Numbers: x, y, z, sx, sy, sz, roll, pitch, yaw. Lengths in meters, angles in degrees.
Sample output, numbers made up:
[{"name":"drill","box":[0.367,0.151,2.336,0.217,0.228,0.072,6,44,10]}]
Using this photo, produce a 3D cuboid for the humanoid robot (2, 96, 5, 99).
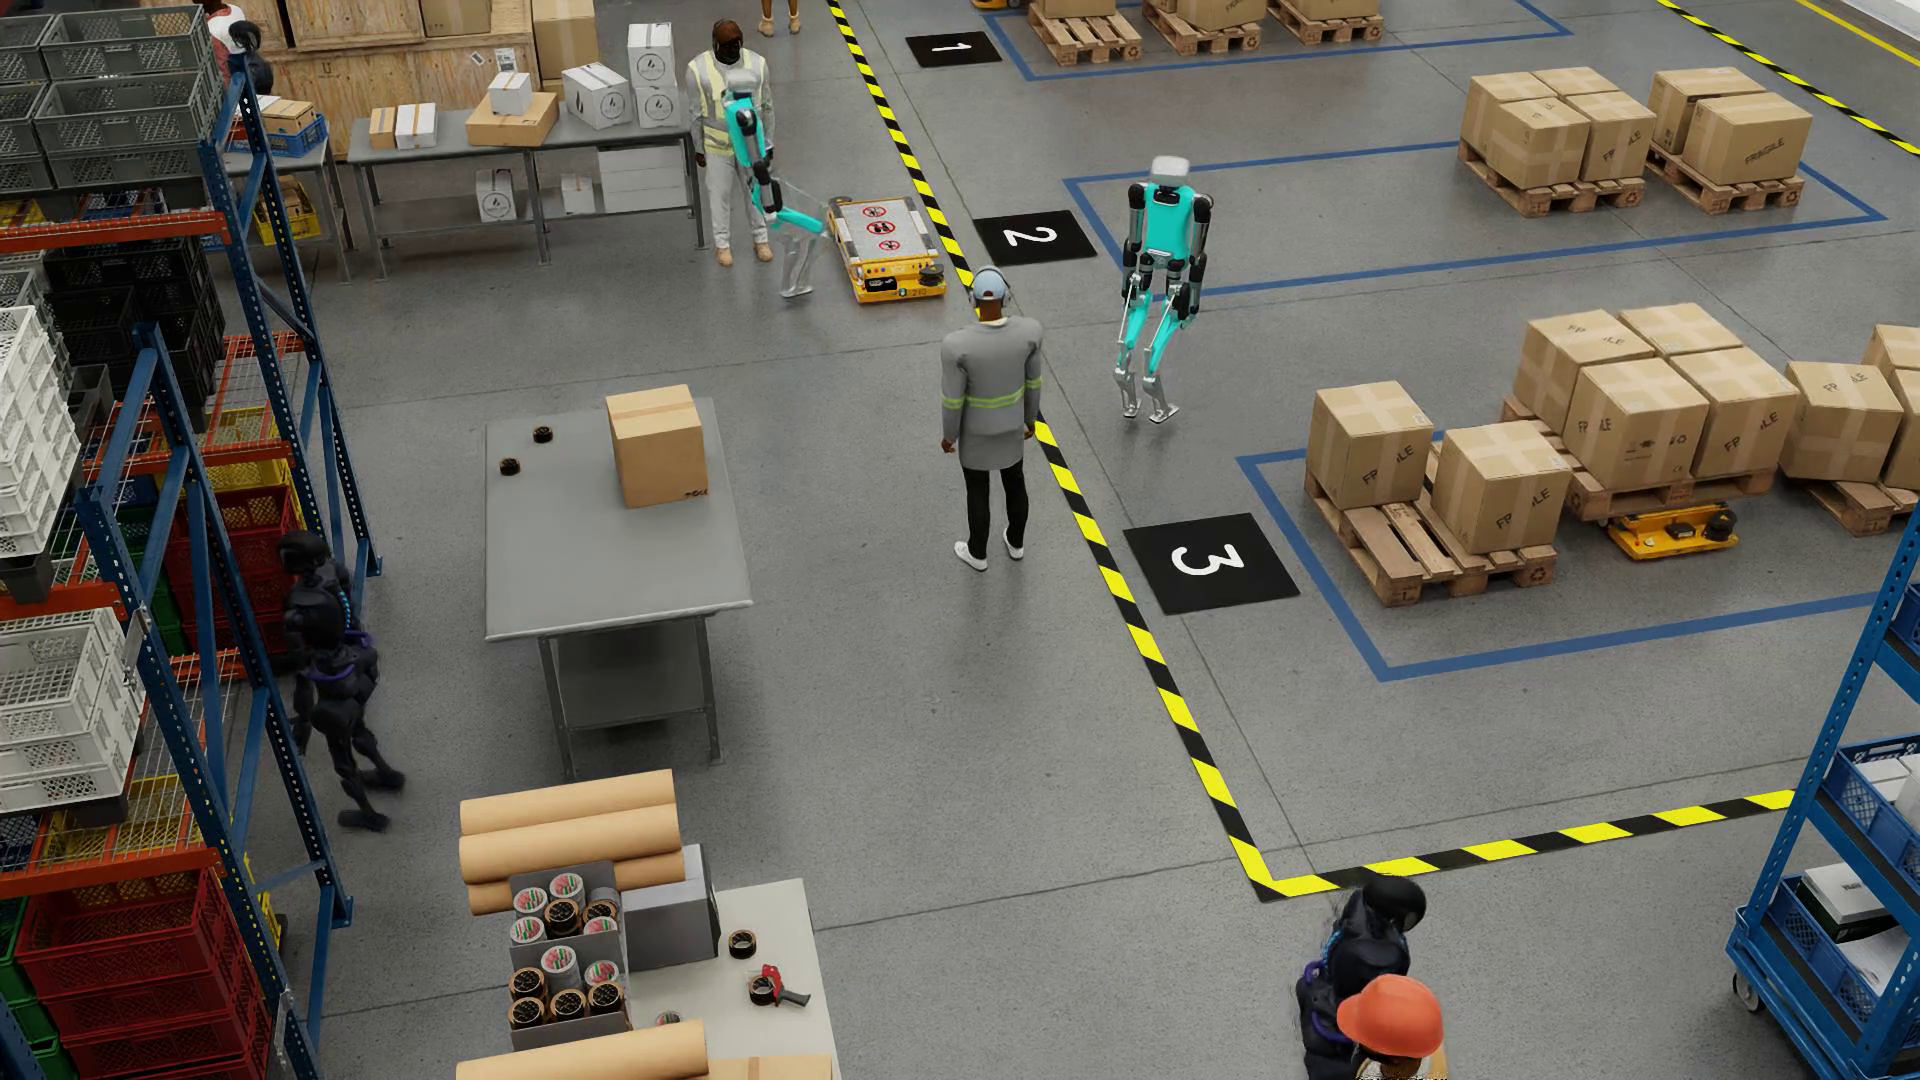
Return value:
[{"name":"humanoid robot","box":[-7.942,-3.711,13.353,0.530,1.774,1.011,-9,38,-12]}]

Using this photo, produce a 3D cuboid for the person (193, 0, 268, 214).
[{"name":"person","box":[-5.520,-3.408,12.753,0.382,1.916,0.595,-4,37,-6]}]

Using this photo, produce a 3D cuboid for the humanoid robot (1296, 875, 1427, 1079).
[{"name":"humanoid robot","box":[1.361,1.760,6.016,0.433,1.642,0.615,1,37,1]}]

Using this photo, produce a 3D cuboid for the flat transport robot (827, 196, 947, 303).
[{"name":"flat transport robot","box":[-0.570,-2.220,12.538,0.659,0.231,1.431,-8,37,-10]}]

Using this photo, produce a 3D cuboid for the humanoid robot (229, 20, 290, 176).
[{"name":"humanoid robot","box":[-5.251,-3.098,12.542,0.365,1.649,0.602,-10,38,-14]}]

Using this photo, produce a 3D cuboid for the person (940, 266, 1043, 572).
[{"name":"person","box":[0.156,-0.657,9.113,0.589,1.848,0.405,-13,39,-17]}]

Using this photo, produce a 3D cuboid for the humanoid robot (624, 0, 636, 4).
[{"name":"humanoid robot","box":[-3.397,-6.306,16.792,0.792,1.749,0.571,23,42,28]}]

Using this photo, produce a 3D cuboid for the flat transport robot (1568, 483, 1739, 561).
[{"name":"flat transport robot","box":[4.020,-0.404,10.073,0.652,0.197,1.431,-8,37,-10]}]

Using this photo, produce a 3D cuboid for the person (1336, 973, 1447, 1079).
[{"name":"person","box":[1.306,2.069,5.383,0.378,1.934,0.545,15,39,19]}]

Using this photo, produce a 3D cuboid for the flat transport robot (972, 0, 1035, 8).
[{"name":"flat transport robot","box":[0.798,-5.779,17.298,1.431,0.197,0.652,-8,37,-10]}]

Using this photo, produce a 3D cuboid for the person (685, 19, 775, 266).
[{"name":"person","box":[-1.644,-2.893,12.134,0.622,1.837,0.429,-11,38,-14]}]

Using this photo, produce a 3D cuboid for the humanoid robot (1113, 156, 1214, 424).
[{"name":"humanoid robot","box":[1.152,-1.446,10.153,0.533,1.678,0.735,18,40,22]}]

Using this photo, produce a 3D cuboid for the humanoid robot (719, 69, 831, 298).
[{"name":"humanoid robot","box":[-1.224,-2.396,11.661,0.806,1.901,0.531,-13,38,-16]}]

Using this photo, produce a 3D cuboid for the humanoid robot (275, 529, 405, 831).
[{"name":"humanoid robot","box":[-2.833,0.649,7.497,0.348,1.654,0.598,4,37,5]}]

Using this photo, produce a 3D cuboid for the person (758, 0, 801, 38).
[{"name":"person","box":[-1.818,-5.870,15.968,0.604,2.033,0.395,-9,38,-12]}]
